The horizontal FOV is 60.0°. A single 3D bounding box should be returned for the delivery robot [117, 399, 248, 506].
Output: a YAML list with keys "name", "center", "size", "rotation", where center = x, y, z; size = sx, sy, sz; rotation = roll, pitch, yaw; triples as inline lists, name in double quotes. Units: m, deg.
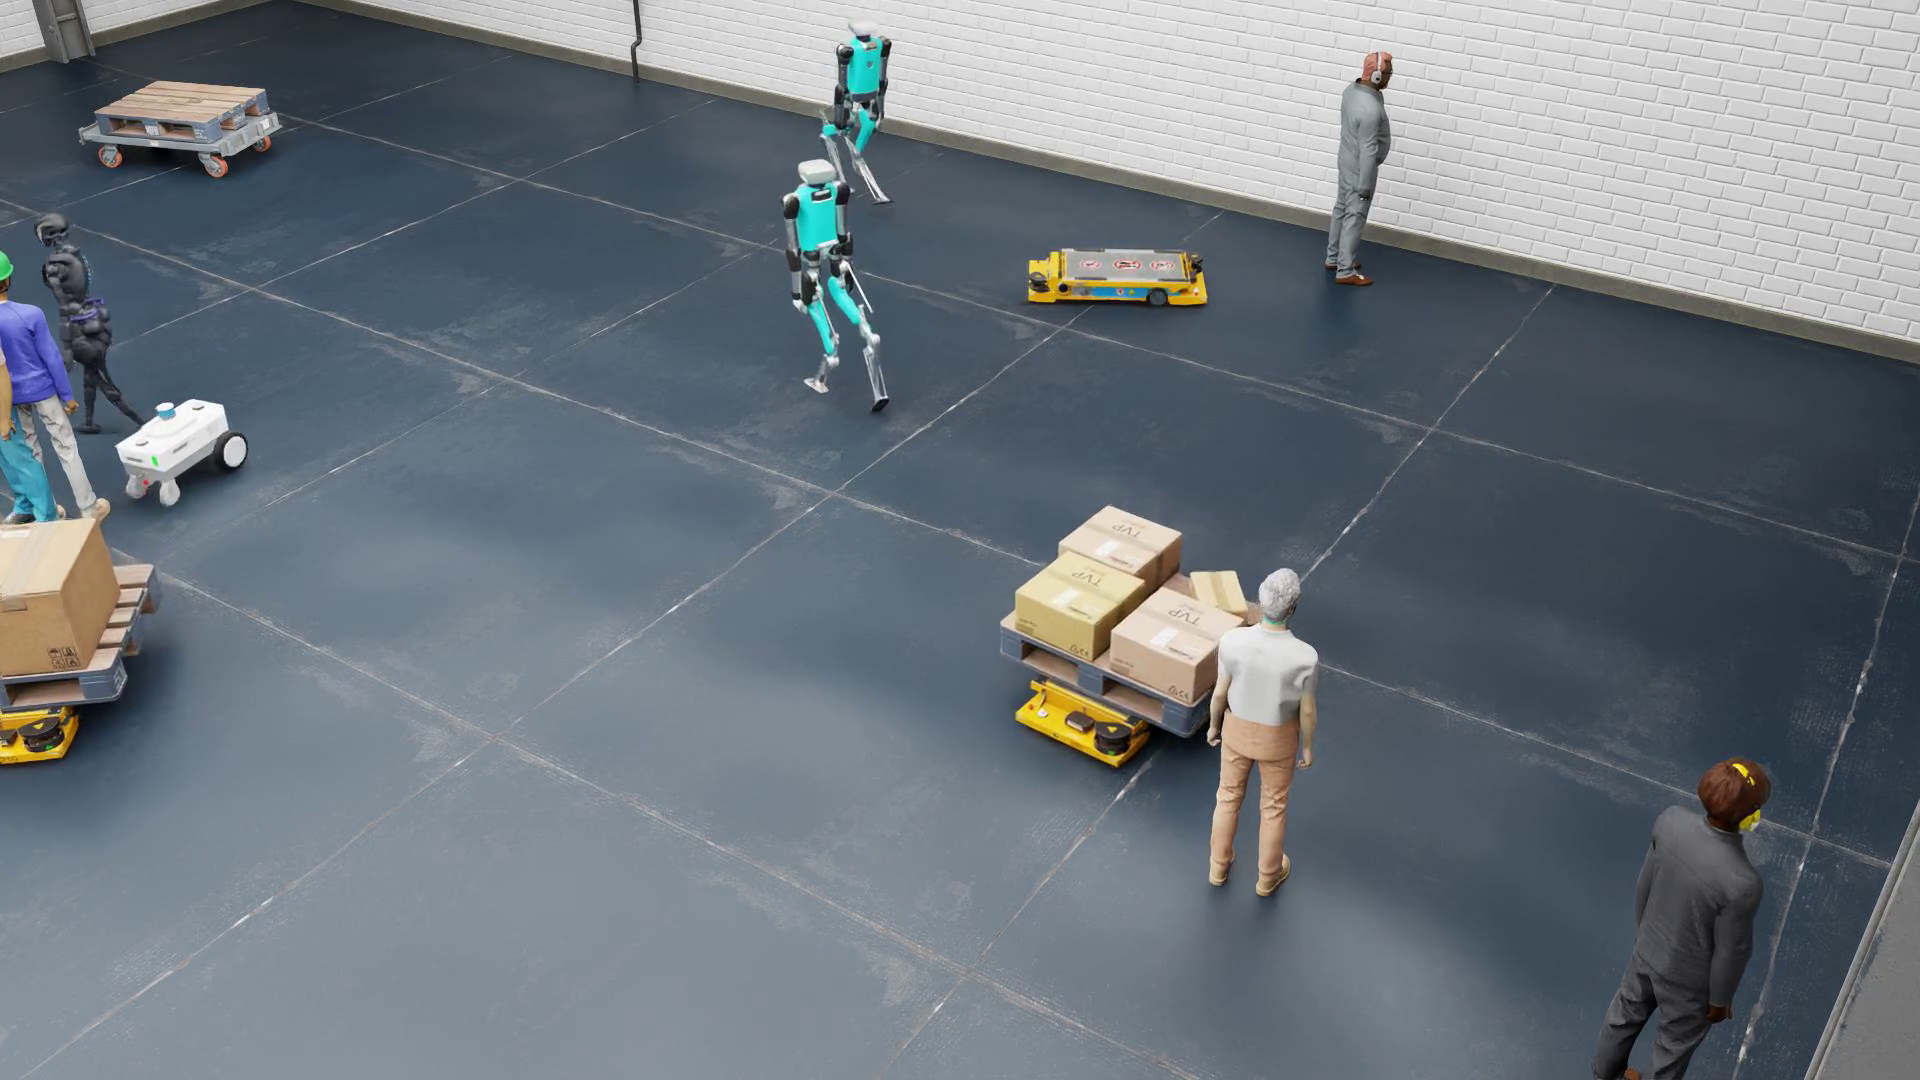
- name: "delivery robot"
  center: [-5.154, -0.623, 10.969]
  size: [0.499, 0.602, 0.801]
  rotation: [11, 34, 17]

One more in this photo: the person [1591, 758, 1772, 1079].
- name: "person"
  center: [2.743, 1.583, 6.308]
  size: [0.356, 1.877, 0.493]
  rotation: [-13, 35, -19]

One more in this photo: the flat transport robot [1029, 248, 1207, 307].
- name: "flat transport robot"
  center: [1.281, -2.147, 13.597]
  size: [1.431, 0.231, 0.659]
  rotation: [1, 33, 2]

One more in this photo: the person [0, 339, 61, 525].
- name: "person"
  center: [-5.871, -0.837, 10.100]
  size: [0.565, 1.845, 0.388]
  rotation: [25, 41, 34]

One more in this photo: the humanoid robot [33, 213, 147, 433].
- name: "humanoid robot"
  center: [-5.889, -1.393, 11.160]
  size: [0.719, 1.641, 0.586]
  rotation: [-5, 33, -8]

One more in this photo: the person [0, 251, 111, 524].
- name: "person"
  center: [-5.684, -0.899, 10.175]
  size: [0.471, 1.871, 0.347]
  rotation: [-8, 34, -12]

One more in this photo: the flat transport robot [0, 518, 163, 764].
- name: "flat transport robot"
  center: [-5.087, 0.722, 9.133]
  size: [0.659, 0.231, 1.431]
  rotation: [-5, 33, -8]

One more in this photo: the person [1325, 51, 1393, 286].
- name: "person"
  center: [3.240, -2.990, 13.407]
  size: [0.407, 1.900, 0.636]
  rotation: [-2, 33, -3]

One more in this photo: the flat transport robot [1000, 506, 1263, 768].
- name: "flat transport robot"
  center: [0.985, 0.704, 9.161]
  size: [0.659, 0.231, 1.431]
  rotation: [22, 39, 31]

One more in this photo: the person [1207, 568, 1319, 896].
- name: "person"
  center: [1.362, 0.877, 7.524]
  size: [0.497, 1.745, 0.307]
  rotation: [12, 35, 18]

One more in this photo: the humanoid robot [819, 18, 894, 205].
- name: "humanoid robot"
  center: [-0.962, -3.811, 14.822]
  size: [0.543, 1.732, 0.986]
  rotation: [-22, 39, -30]

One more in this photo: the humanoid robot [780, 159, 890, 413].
- name: "humanoid robot"
  center: [-0.791, -1.685, 11.551]
  size: [0.530, 1.773, 0.990]
  rotation: [-24, 40, -32]
